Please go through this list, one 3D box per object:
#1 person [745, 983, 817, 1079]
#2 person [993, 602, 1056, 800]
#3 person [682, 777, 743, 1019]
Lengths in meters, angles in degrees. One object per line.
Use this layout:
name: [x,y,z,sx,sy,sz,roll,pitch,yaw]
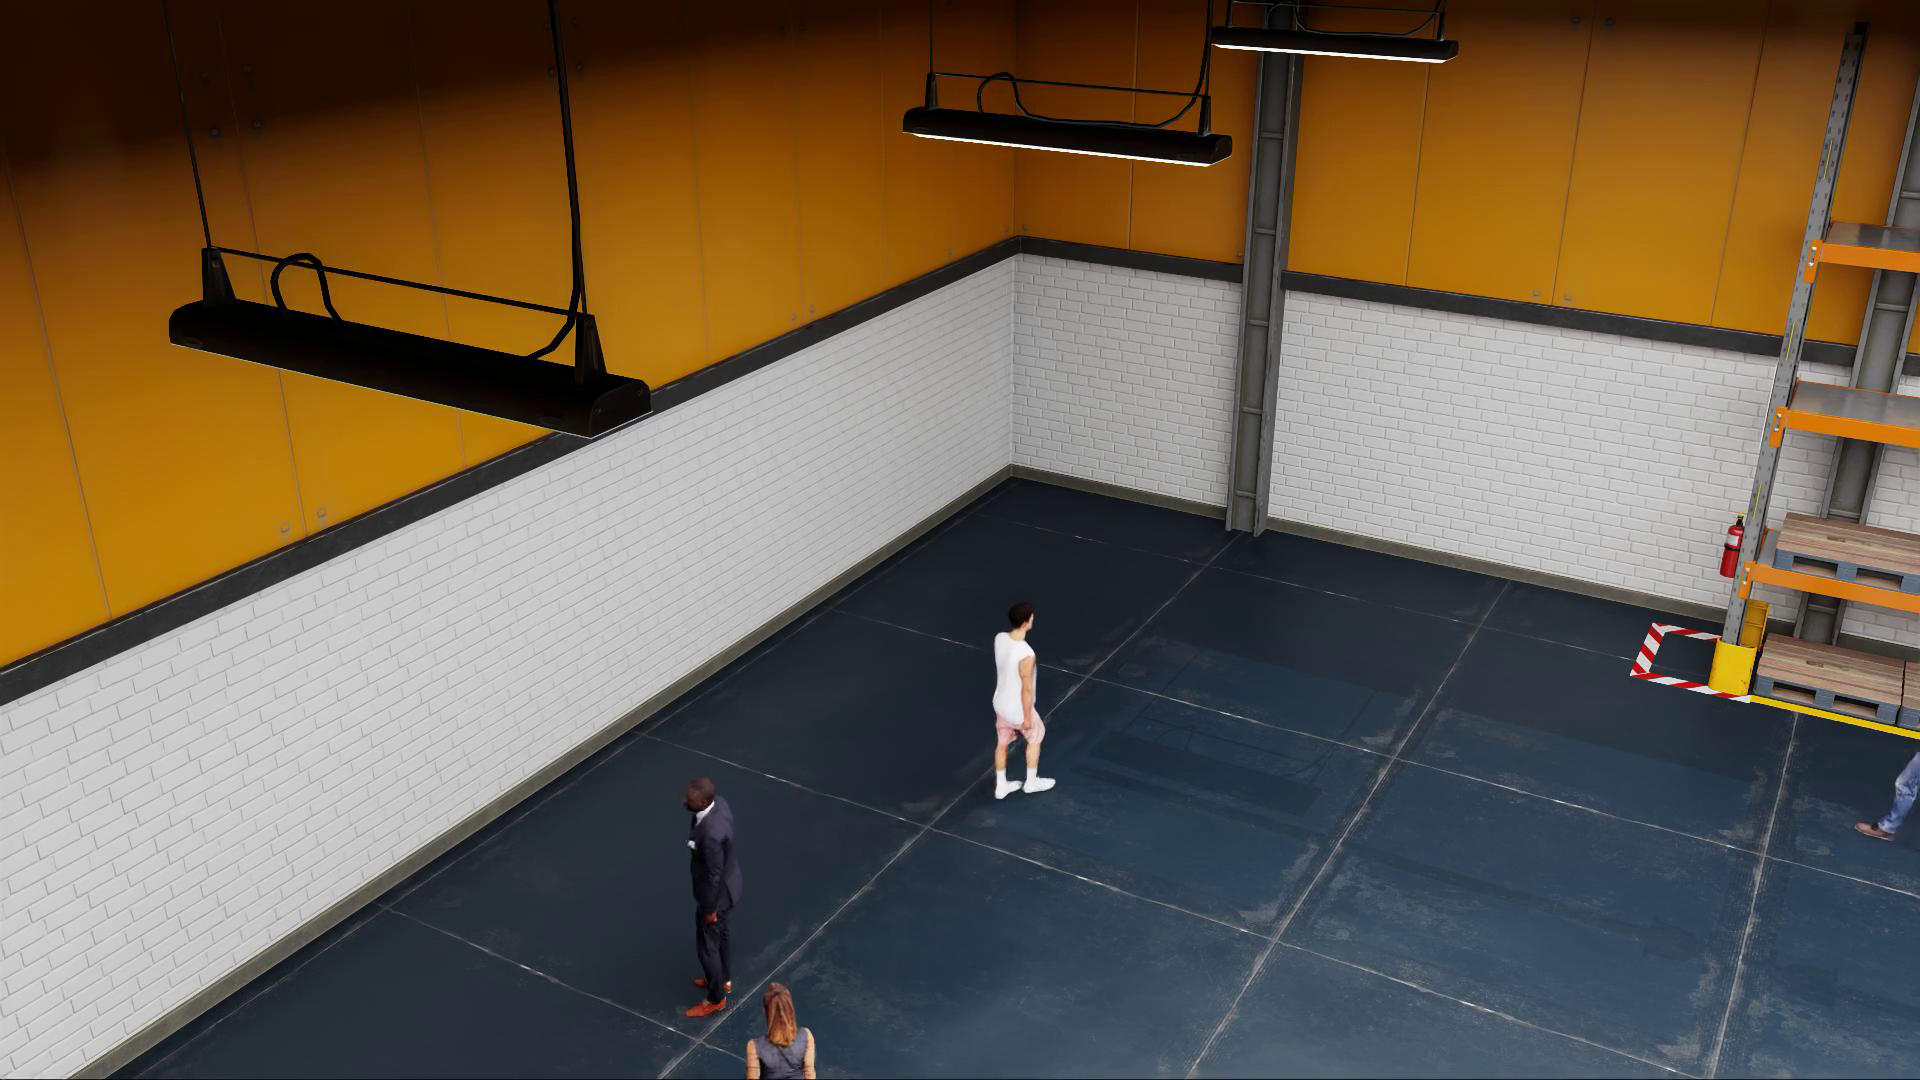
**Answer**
person: [-0.997,3.288,9.409,0.985,1.701,1.121,-9,25,-21]
person: [0.390,1.364,13.722,0.877,1.772,0.821,-16,28,-33]
person: [-1.665,2.383,11.333,0.848,1.817,0.836,2,24,4]
